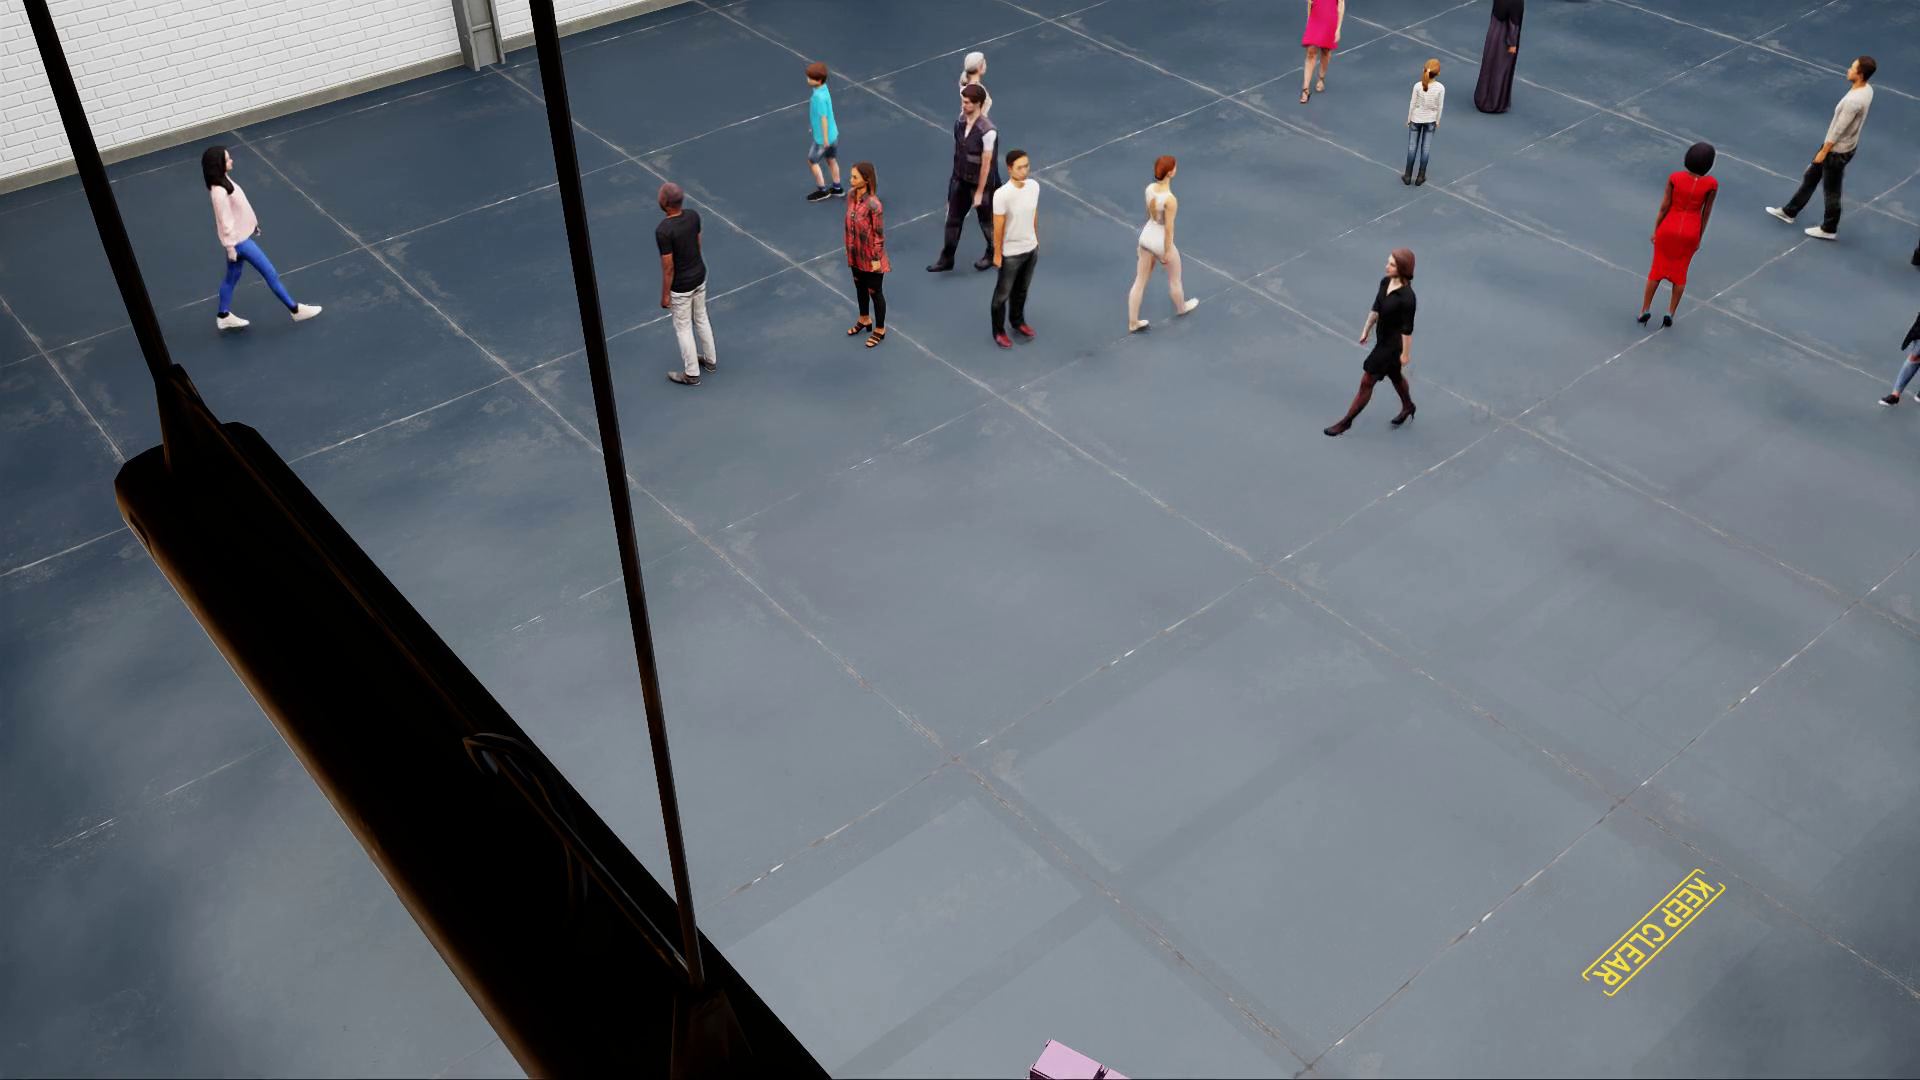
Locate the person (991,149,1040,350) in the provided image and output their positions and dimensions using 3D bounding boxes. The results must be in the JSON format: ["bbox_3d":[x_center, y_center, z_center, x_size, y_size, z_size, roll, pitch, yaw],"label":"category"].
[{"bbox_3d":[0.476,-2.527,14.316,0.455,1.803,0.698,-28,47,-31],"label":"person"}]

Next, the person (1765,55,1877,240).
[{"bbox_3d":[8.435,-3.694,15.787,0.929,1.792,0.966,20,43,23],"label":"person"}]

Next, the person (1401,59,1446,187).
[{"bbox_3d":[4.692,-4.233,16.843,0.567,1.316,0.618,9,39,11],"label":"person"}]

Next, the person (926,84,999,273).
[{"bbox_3d":[0.222,-3.318,15.291,0.988,1.823,0.672,-31,48,-33],"label":"person"}]

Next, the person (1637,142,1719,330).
[{"bbox_3d":[6.265,-2.650,14.519,0.638,1.743,0.646,14,41,17],"label":"person"}]

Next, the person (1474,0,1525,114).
[{"bbox_3d":[5.938,-5.503,18.194,0.723,1.614,0.699,-9,39,-11],"label":"person"}]

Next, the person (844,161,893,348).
[{"bbox_3d":[-0.810,-2.475,14.332,0.531,1.703,0.605,-28,46,-31],"label":"person"}]

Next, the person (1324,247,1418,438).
[{"bbox_3d":[3.485,-1.552,13.214,1.149,1.655,0.904,-9,39,-11],"label":"person"}]

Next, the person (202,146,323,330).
[{"bbox_3d":[-6.350,-2.571,14.439,1.221,1.719,0.939,-11,40,-14],"label":"person"}]

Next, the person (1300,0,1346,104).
[{"bbox_3d":[4.062,-5.736,18.425,0.902,1.691,1.101,13,41,16],"label":"person"}]

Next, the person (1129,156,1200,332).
[{"bbox_3d":[1.651,-2.539,14.484,0.937,1.612,0.549,-27,46,-30],"label":"person"}]

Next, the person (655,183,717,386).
[{"bbox_3d":[-2.291,-2.131,13.820,0.801,1.804,0.642,20,43,23],"label":"person"}]

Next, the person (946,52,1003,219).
[{"bbox_3d":[0.030,-3.862,16.096,1.105,1.668,0.720,-22,43,-25],"label":"person"}]

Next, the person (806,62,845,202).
[{"bbox_3d":[-1.279,-4.053,16.524,0.738,1.433,0.678,3,39,4],"label":"person"}]
